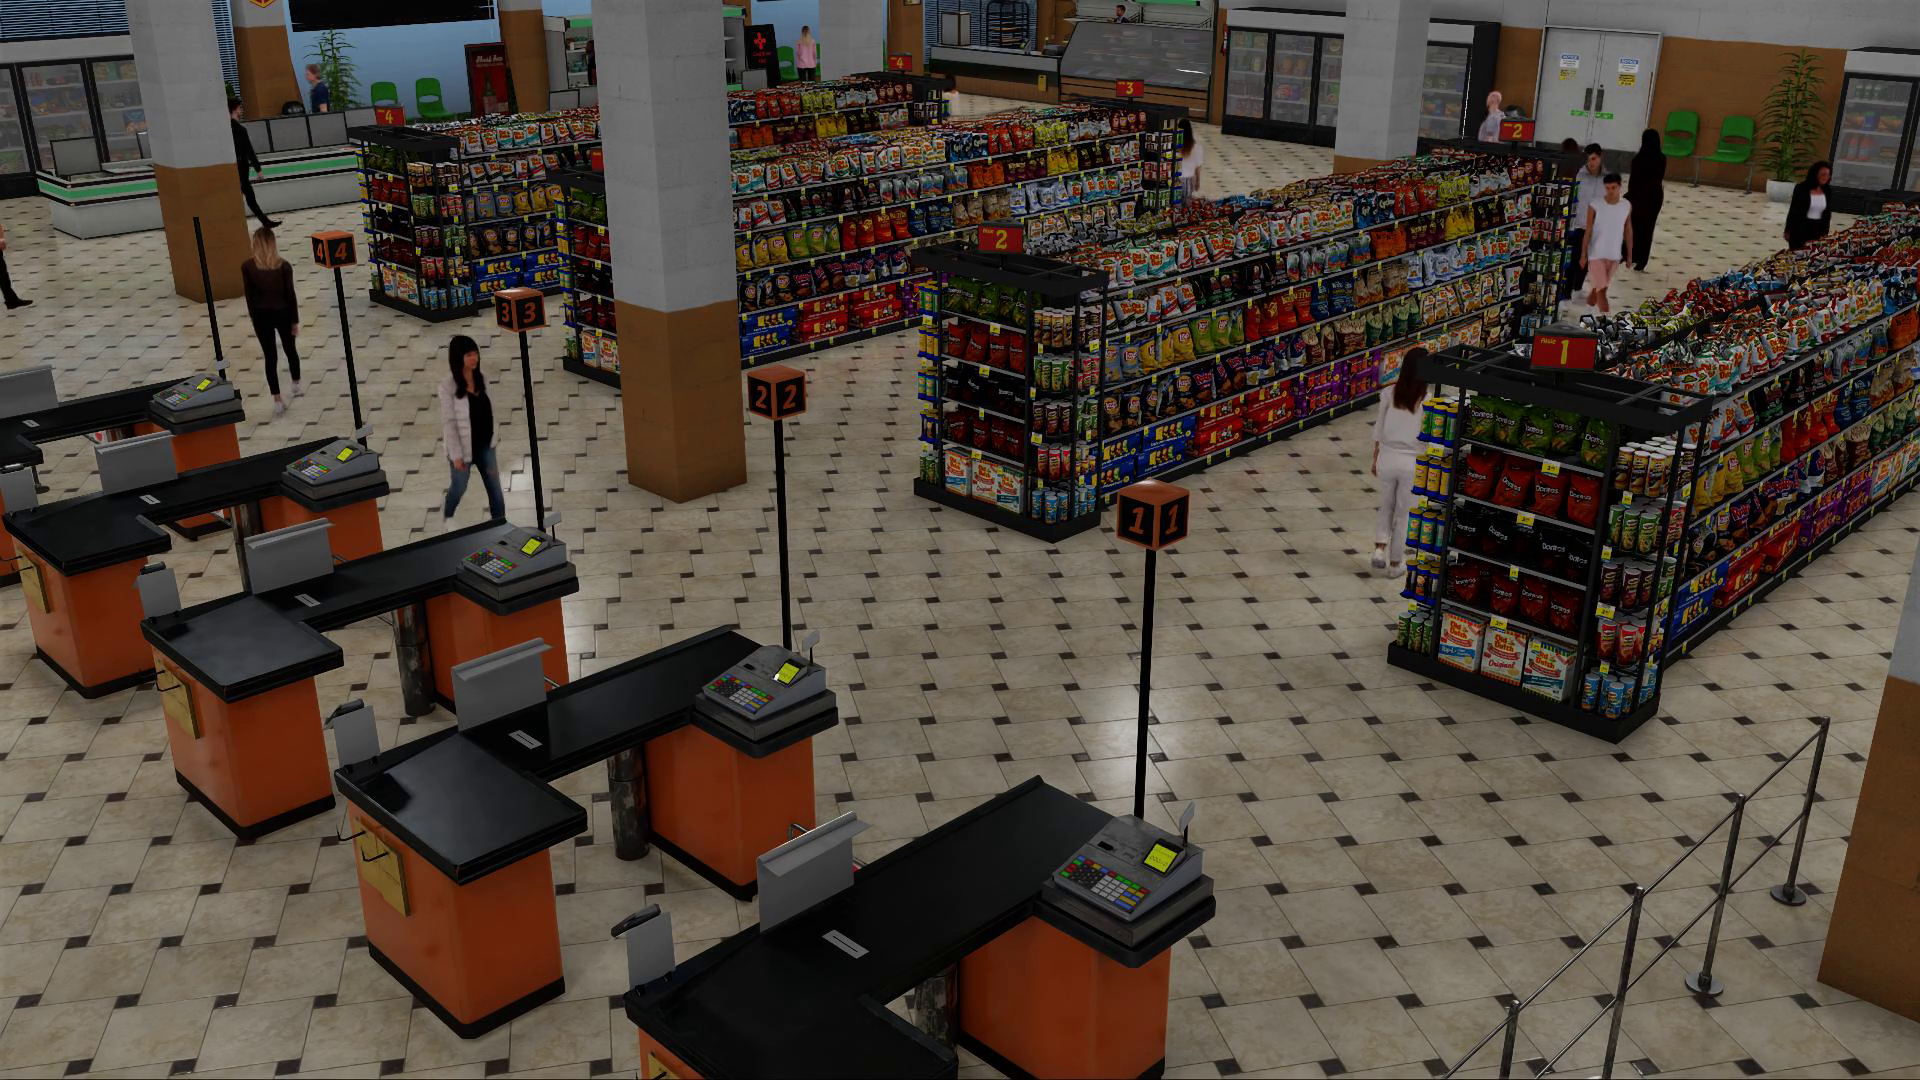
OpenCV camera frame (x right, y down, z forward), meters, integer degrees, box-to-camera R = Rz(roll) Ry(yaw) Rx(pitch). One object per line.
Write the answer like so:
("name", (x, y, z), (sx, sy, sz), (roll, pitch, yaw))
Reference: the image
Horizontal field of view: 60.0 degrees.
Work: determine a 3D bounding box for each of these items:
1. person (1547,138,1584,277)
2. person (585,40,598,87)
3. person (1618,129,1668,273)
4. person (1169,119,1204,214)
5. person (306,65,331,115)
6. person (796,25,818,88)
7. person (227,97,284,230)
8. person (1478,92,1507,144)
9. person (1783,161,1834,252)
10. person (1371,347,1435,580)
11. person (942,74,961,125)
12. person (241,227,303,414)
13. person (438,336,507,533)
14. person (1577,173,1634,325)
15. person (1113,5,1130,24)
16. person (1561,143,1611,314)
("person", (7.317, -3.984, 20.214), (0.898, 1.706, 0.973), (1, 22, 2))
("person", (-6.751, -8.372, 30.988), (0.761, 1.816, 0.743), (-4, 22, -9))
("person", (8.554, -4.192, 20.680), (0.843, 1.744, 0.903), (-5, 22, -11))
("person", (2.957, -4.736, 22.151), (0.886, 1.657, 0.946), (-3, 22, -7))
("person", (-10.134, -6.661, 26.684), (0.849, 1.850, 0.791), (-10, 24, -24))
("person", (-3.276, -10.087, 35.429), (0.648, 1.686, 0.739), (-4, 22, -10))
("person", (-9.859, -4.993, 22.544), (0.817, 1.840, 1.234), (16, 27, 35))
("person", (7.593, -5.415, 23.619), (0.785, 1.821, 0.630), (16, 27, 35))
("person", (9.862, -3.639, 19.491), (0.773, 1.605, 0.856), (-3, 22, -8))
("person", (3.061, -0.509, 11.599), (0.668, 1.681, 0.700), (14, 26, 32))
("person", (-0.138, -6.733, 27.090), (0.731, 1.679, 0.539), (16, 27, 34))
("person", (-6.340, -1.986, 15.315), (1.119, 1.651, 1.007), (-6, 23, -15))
("person", (-3.631, -0.689, 12.150), (0.730, 1.605, 1.018), (18, 28, 37))
("person", (6.907, -3.068, 17.917), (1.146, 1.719, 1.137), (-4, 22, -9))
("person", (3.710, -11.414, 38.492), (0.554, 1.866, 0.625), (-20, 30, -41))
("person", (7.106, -3.559, 18.909), (1.139, 1.889, 1.196), (-3, 22, -7))
